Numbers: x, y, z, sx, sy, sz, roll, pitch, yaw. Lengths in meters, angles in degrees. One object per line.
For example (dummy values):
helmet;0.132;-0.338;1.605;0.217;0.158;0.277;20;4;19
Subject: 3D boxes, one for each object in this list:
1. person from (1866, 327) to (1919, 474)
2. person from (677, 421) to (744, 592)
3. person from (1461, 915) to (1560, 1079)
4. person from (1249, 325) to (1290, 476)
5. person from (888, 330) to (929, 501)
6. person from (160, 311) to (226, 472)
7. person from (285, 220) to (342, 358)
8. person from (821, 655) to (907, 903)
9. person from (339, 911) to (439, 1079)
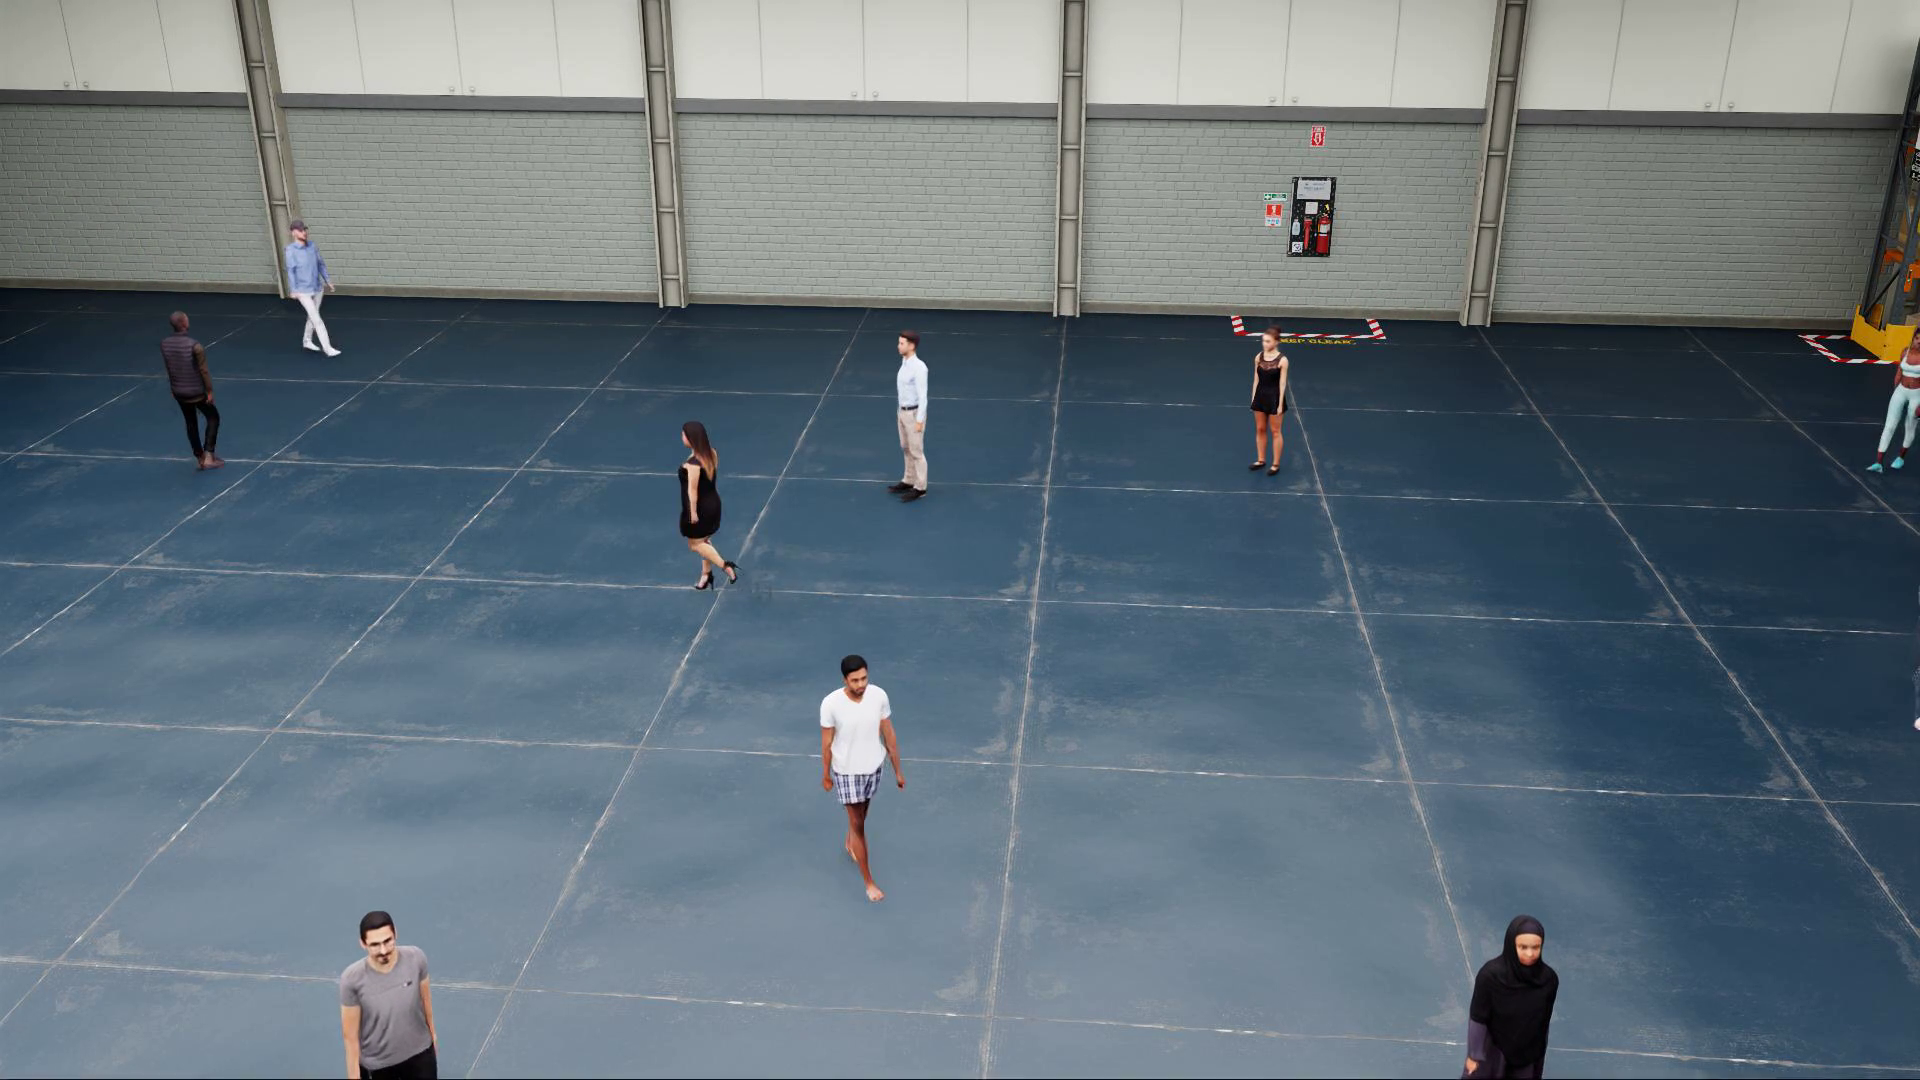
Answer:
person;10.598;-1.566;18.517;1.029;1.689;0.994;-18;29;-37
person;-2.316;-0.276;15.463;0.874;1.705;0.748;7;24;16
person;2.856;2.656;8.686;0.546;1.614;0.681;0;23;0
person;3.458;-1.571;18.538;0.672;1.680;0.751;20;30;38
person;-0.520;-1.348;17.803;0.764;1.845;0.747;-11;25;-24
person;-8.592;-1.626;18.480;0.594;1.828;0.796;4;23;9
person;-8.915;-3.420;22.685;1.230;1.839;0.983;13;26;28
person;-0.716;1.511;11.277;1.124;1.692;1.088;-12;26;-26
person;-2.953;2.625;8.614;1.160;1.725;1.140;-14;27;-29
